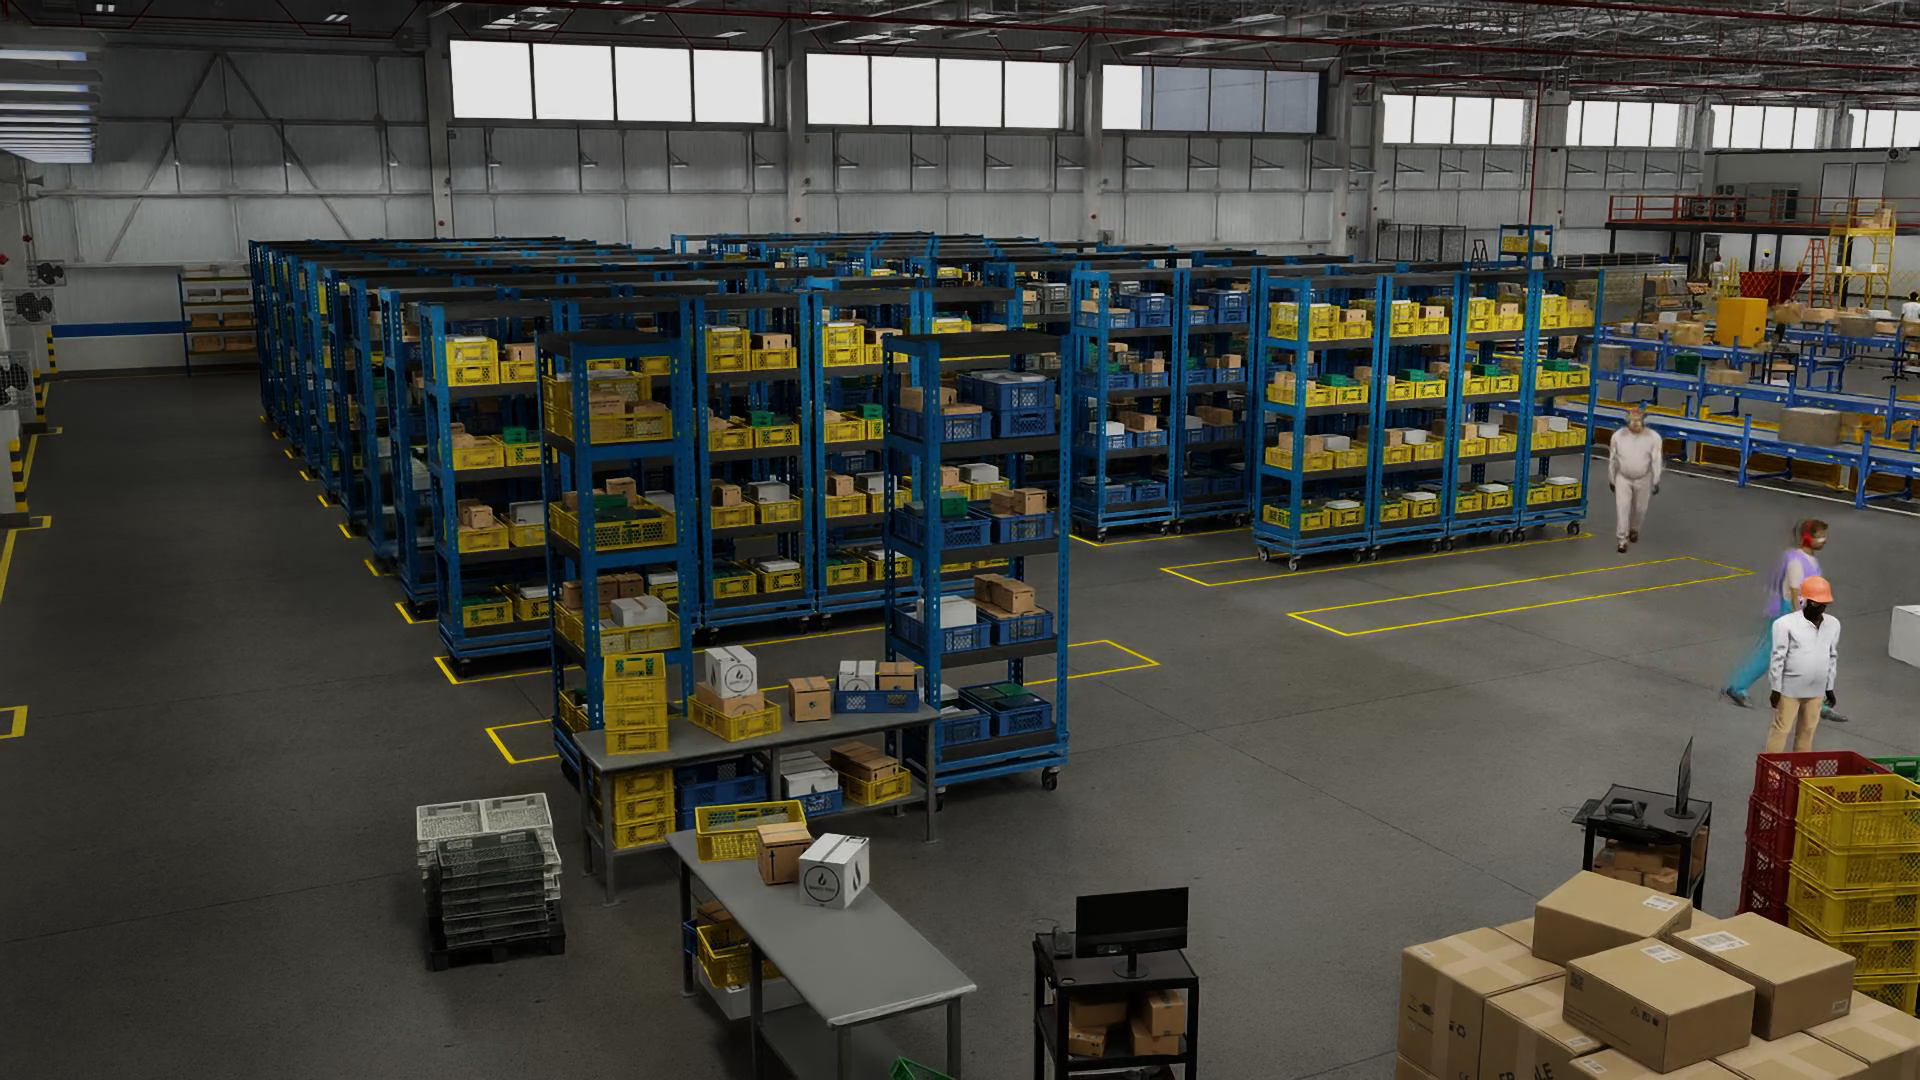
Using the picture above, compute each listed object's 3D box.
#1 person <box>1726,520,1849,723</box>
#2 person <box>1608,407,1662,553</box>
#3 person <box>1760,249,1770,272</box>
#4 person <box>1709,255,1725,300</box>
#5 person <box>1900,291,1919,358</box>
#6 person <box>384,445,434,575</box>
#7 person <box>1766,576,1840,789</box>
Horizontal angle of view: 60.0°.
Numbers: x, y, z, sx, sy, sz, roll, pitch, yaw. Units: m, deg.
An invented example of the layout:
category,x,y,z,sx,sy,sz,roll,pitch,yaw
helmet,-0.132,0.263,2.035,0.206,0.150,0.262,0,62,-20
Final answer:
category,x,y,z,sx,sy,sz,roll,pitch,yaw
person,7.435,0.687,14.853,0.564,1.803,0.987,-12,17,-43
person,8.788,-0.817,21.698,0.641,1.881,0.853,5,13,21
person,35.159,-11.741,72.671,0.371,1.927,0.588,5,13,21
person,31.057,-10.769,68.280,0.590,1.865,0.618,8,14,32
person,25.603,-5.753,44.801,0.534,1.869,0.315,8,15,34
person,-6.520,-0.375,19.799,0.607,1.814,0.589,-3,12,-15
person,6.532,1.131,12.871,0.561,1.753,0.327,-2,12,-9
